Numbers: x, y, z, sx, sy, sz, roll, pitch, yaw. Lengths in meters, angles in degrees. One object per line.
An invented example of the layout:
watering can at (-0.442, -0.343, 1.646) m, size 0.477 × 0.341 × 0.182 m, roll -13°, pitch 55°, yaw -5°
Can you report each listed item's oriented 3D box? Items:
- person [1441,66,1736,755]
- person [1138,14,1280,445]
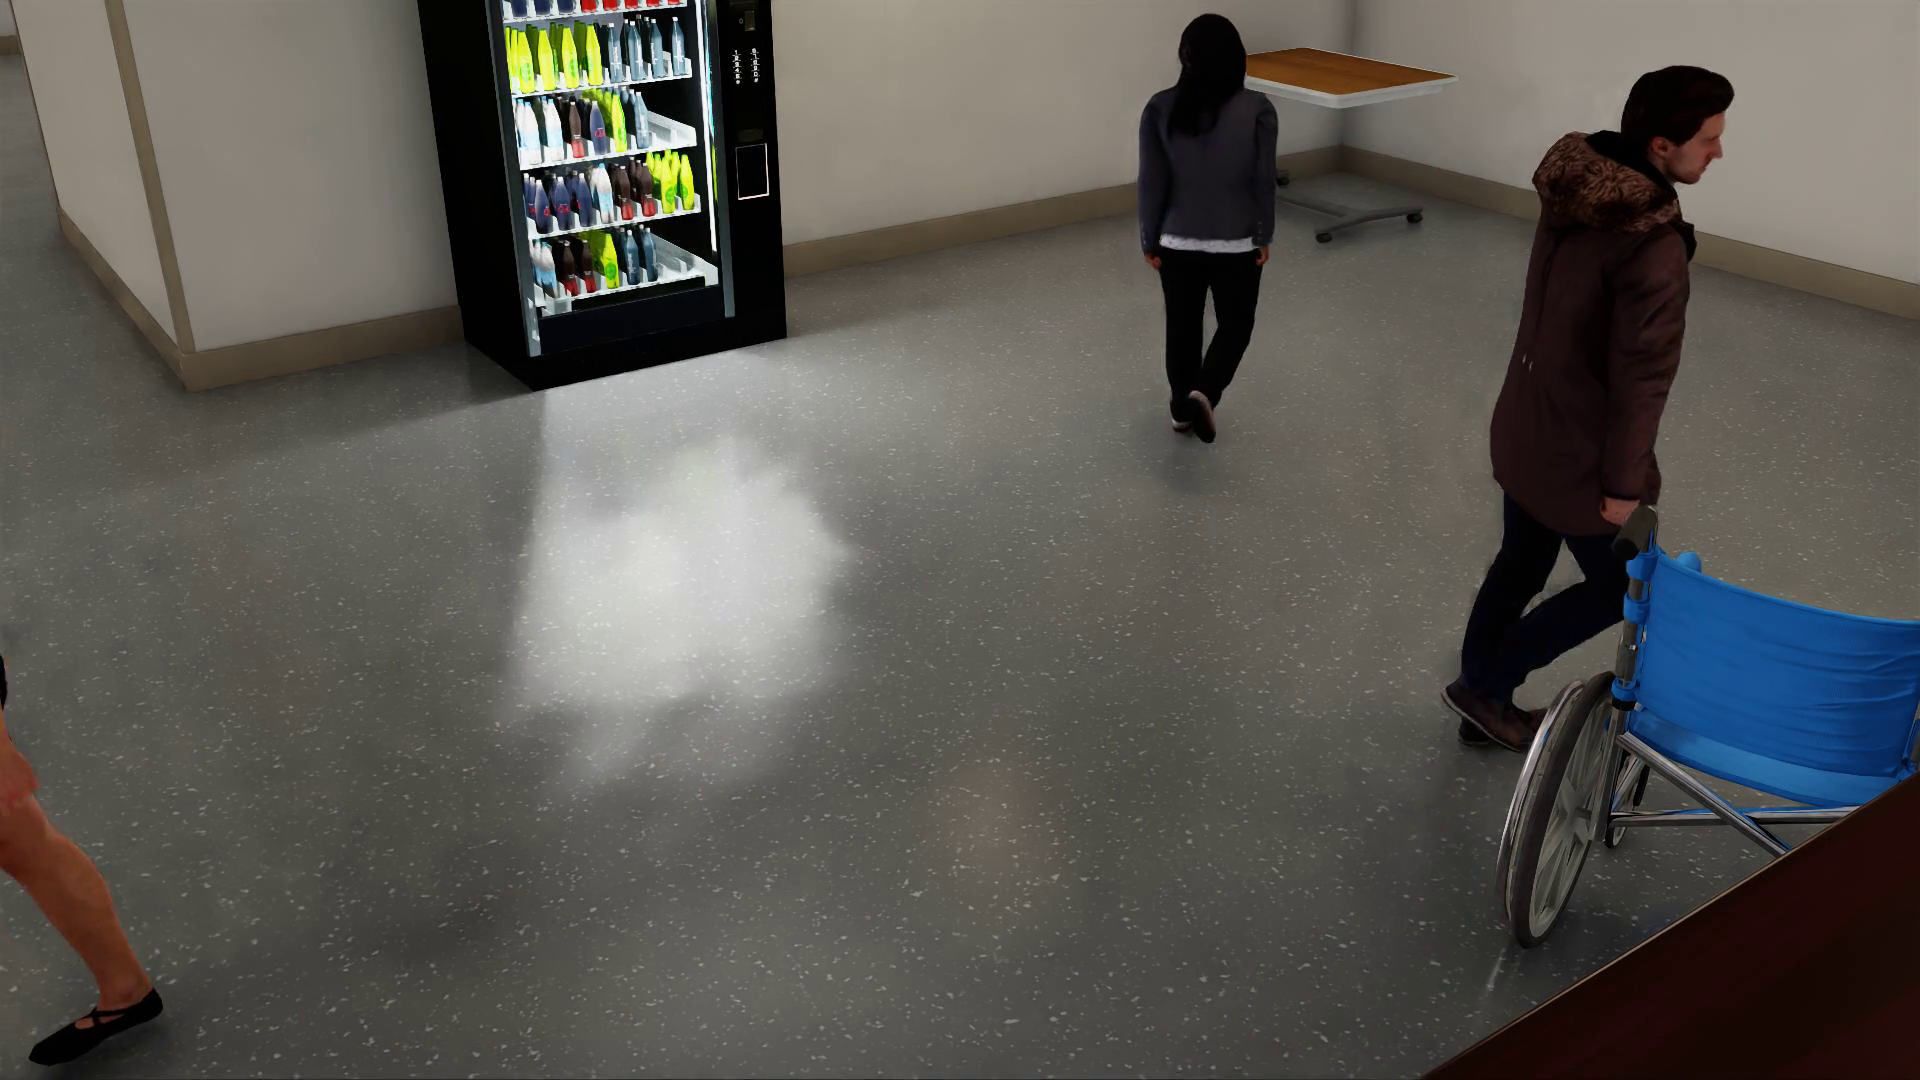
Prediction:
person at (1.424, -0.221, 4.040) m, size 0.917 × 1.825 × 0.933 m, roll -4°, pitch 26°, yaw -8°
person at (0.899, -1.103, 6.147) m, size 0.881 × 1.583 × 0.959 m, roll 10°, pitch 27°, yaw 19°
